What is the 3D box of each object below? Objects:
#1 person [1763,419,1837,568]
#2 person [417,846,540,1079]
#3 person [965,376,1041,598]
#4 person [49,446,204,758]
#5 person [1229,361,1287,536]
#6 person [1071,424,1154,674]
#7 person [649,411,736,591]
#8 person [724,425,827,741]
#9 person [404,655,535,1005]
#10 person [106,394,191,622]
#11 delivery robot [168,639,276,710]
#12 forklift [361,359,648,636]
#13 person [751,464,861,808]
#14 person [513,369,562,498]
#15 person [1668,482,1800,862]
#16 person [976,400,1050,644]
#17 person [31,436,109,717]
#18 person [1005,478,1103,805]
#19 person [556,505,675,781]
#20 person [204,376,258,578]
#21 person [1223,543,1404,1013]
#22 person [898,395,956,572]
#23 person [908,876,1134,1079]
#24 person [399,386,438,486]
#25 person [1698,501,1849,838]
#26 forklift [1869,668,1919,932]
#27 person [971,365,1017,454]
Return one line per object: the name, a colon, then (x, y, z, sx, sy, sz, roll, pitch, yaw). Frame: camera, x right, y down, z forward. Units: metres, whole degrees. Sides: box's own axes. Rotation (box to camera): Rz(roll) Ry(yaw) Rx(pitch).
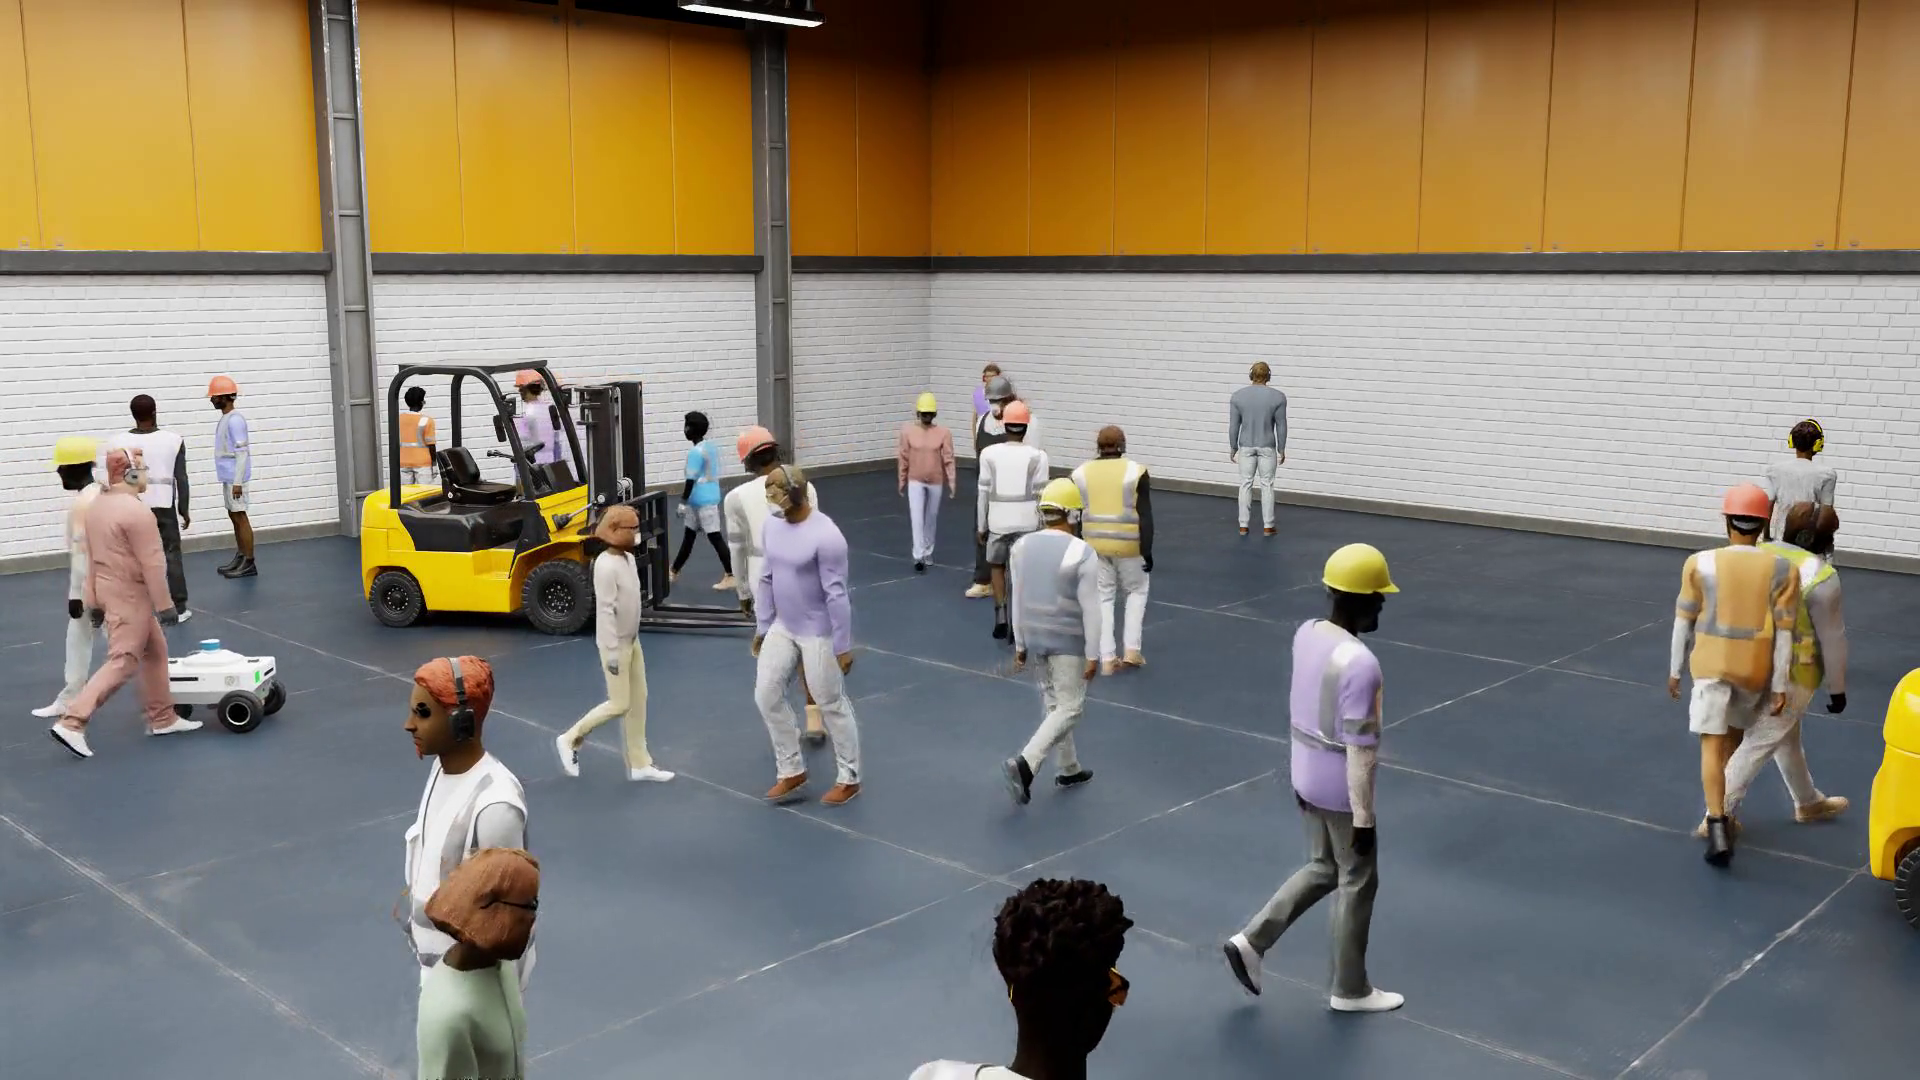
person: (6.093, 0.056, 12.088, 0.512, 1.873, 0.329, 9, 13, 43)
person: (-1.220, 1.508, 4.058, 0.837, 1.588, 0.520, 1, 9, 5)
person: (0.372, -0.482, 14.864, 0.708, 2.000, 0.814, 6, 11, 33)
person: (-5.179, 0.368, 10.193, 0.910, 1.873, 0.634, -9, 13, -44)
person: (3.295, -1.009, 18.412, 0.635, 1.937, 0.353, 3, 10, 16)
person: (1.133, 0.065, 12.191, 0.638, 1.820, 0.537, 4, 10, 22)
person: (-2.440, -0.349, 15.229, 0.897, 1.644, 0.552, 0, 9, 1)
person: (-1.111, 0.296, 10.271, 0.698, 1.989, 0.462, 2, 9, 9)
person: (-1.394, 1.250, 4.734, 0.350, 1.882, 0.583, -6, 11, -33)
person: (-6.719, -0.248, 13.816, 0.590, 1.916, 0.393, -4, 10, -24)
delivery robot: (-4.821, 0.885, 10.740, 0.707, 0.478, 0.477, -1, 9, -3)
forklift: (-3.850, -0.407, 13.936, 2.313, 2.155, 1.214, 2, 9, 11)
person: (-0.857, 0.530, 9.101, 0.647, 1.902, 0.642, 9, 13, 44)
person: (-4.020, -0.662, 16.056, 0.743, 2.020, 0.606, 4, 10, 23)
person: (3.911, 0.653, 8.430, 0.558, 1.887, 0.997, 3, 10, 17)
person: (0.419, -0.128, 13.047, 0.574, 1.924, 0.414, 1, 9, 7)
person: (-5.601, 0.246, 10.918, 0.973, 1.881, 0.591, -3, 10, -16)
person: (0.502, 0.562, 9.197, 0.589, 1.804, 0.768, 8, 12, 41)
person: (-1.980, 0.598, 9.511, 0.592, 1.614, 0.519, 1, 9, 9)
person: (-6.985, -0.603, 15.930, 0.355, 1.934, 0.553, -6, 11, -33)
person: (1.425, 0.950, 6.499, 0.642, 1.905, 0.597, -2, 10, -13)
person: (-0.314, -0.551, 16.244, 0.554, 1.715, 0.900, -1, 9, -6)
person: (0.118, 1.528, 2.842, 0.611, 1.943, 0.738, 7, 12, 37)
person: (-5.861, -0.808, 17.941, 0.534, 1.691, 0.318, 3, 10, 16)
person: (4.273, 0.674, 8.588, 0.999, 1.773, 0.636, -3, 10, -16)
forklift: (5.205, 0.723, 7.013, 2.313, 2.155, 1.214, 9, 13, 43)
person: (0.413, -1.213, 20.083, 0.597, 1.792, 0.955, 2, 9, 9)
